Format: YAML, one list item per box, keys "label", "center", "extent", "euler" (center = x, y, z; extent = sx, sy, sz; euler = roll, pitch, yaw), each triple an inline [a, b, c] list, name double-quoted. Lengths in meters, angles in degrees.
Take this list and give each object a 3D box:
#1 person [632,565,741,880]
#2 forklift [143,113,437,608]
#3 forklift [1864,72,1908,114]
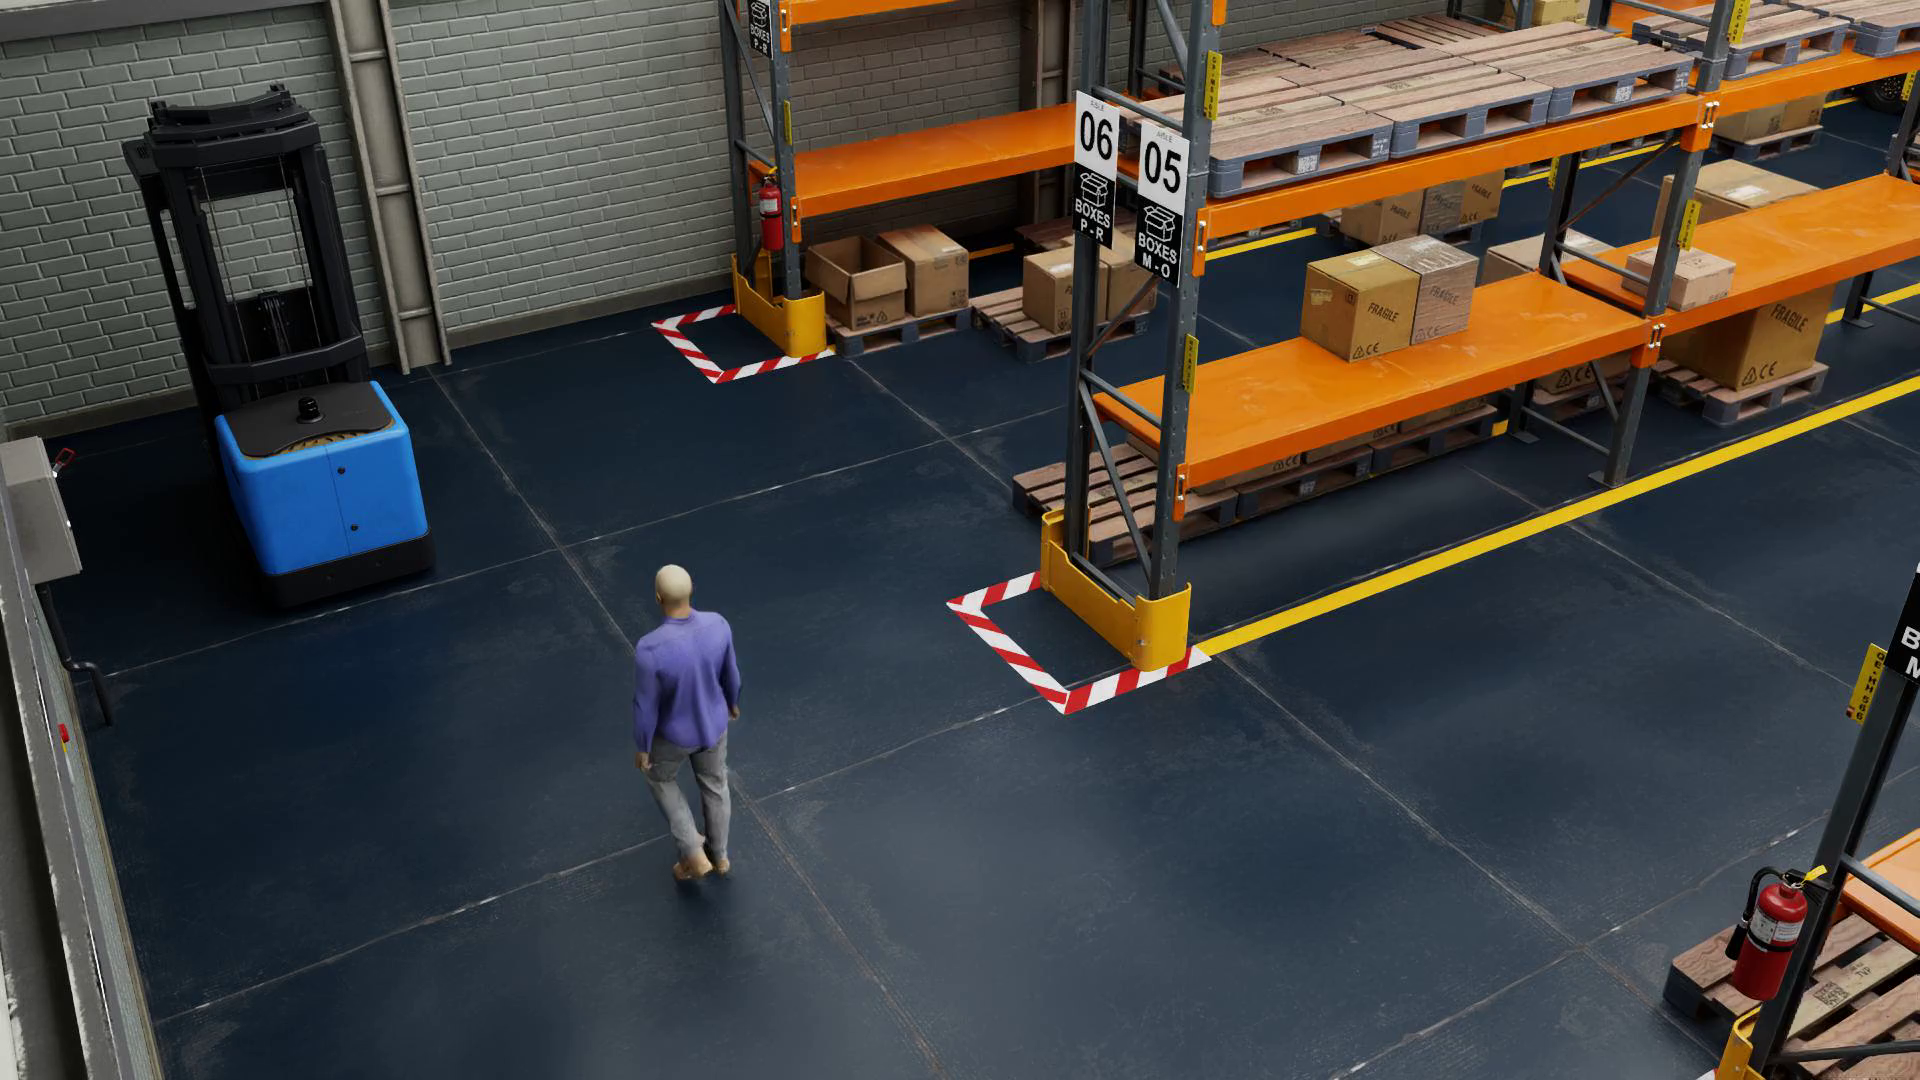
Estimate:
- label: "person"
  center: [-1.303, 0.907, 8.034]
  extent: [0.613, 1.787, 0.462]
  euler: [-21, 37, -30]
- label: "forklift"
  center: [-4.289, -1.259, 10.509]
  extent: [1.129, 2.768, 1.873]
  euler: [-17, 36, -26]
- label: "forklift"
  center: [11.468, -5.645, 18.244]
  extent: [1.214, 2.155, 2.313]
  euler: [-17, 36, -26]
